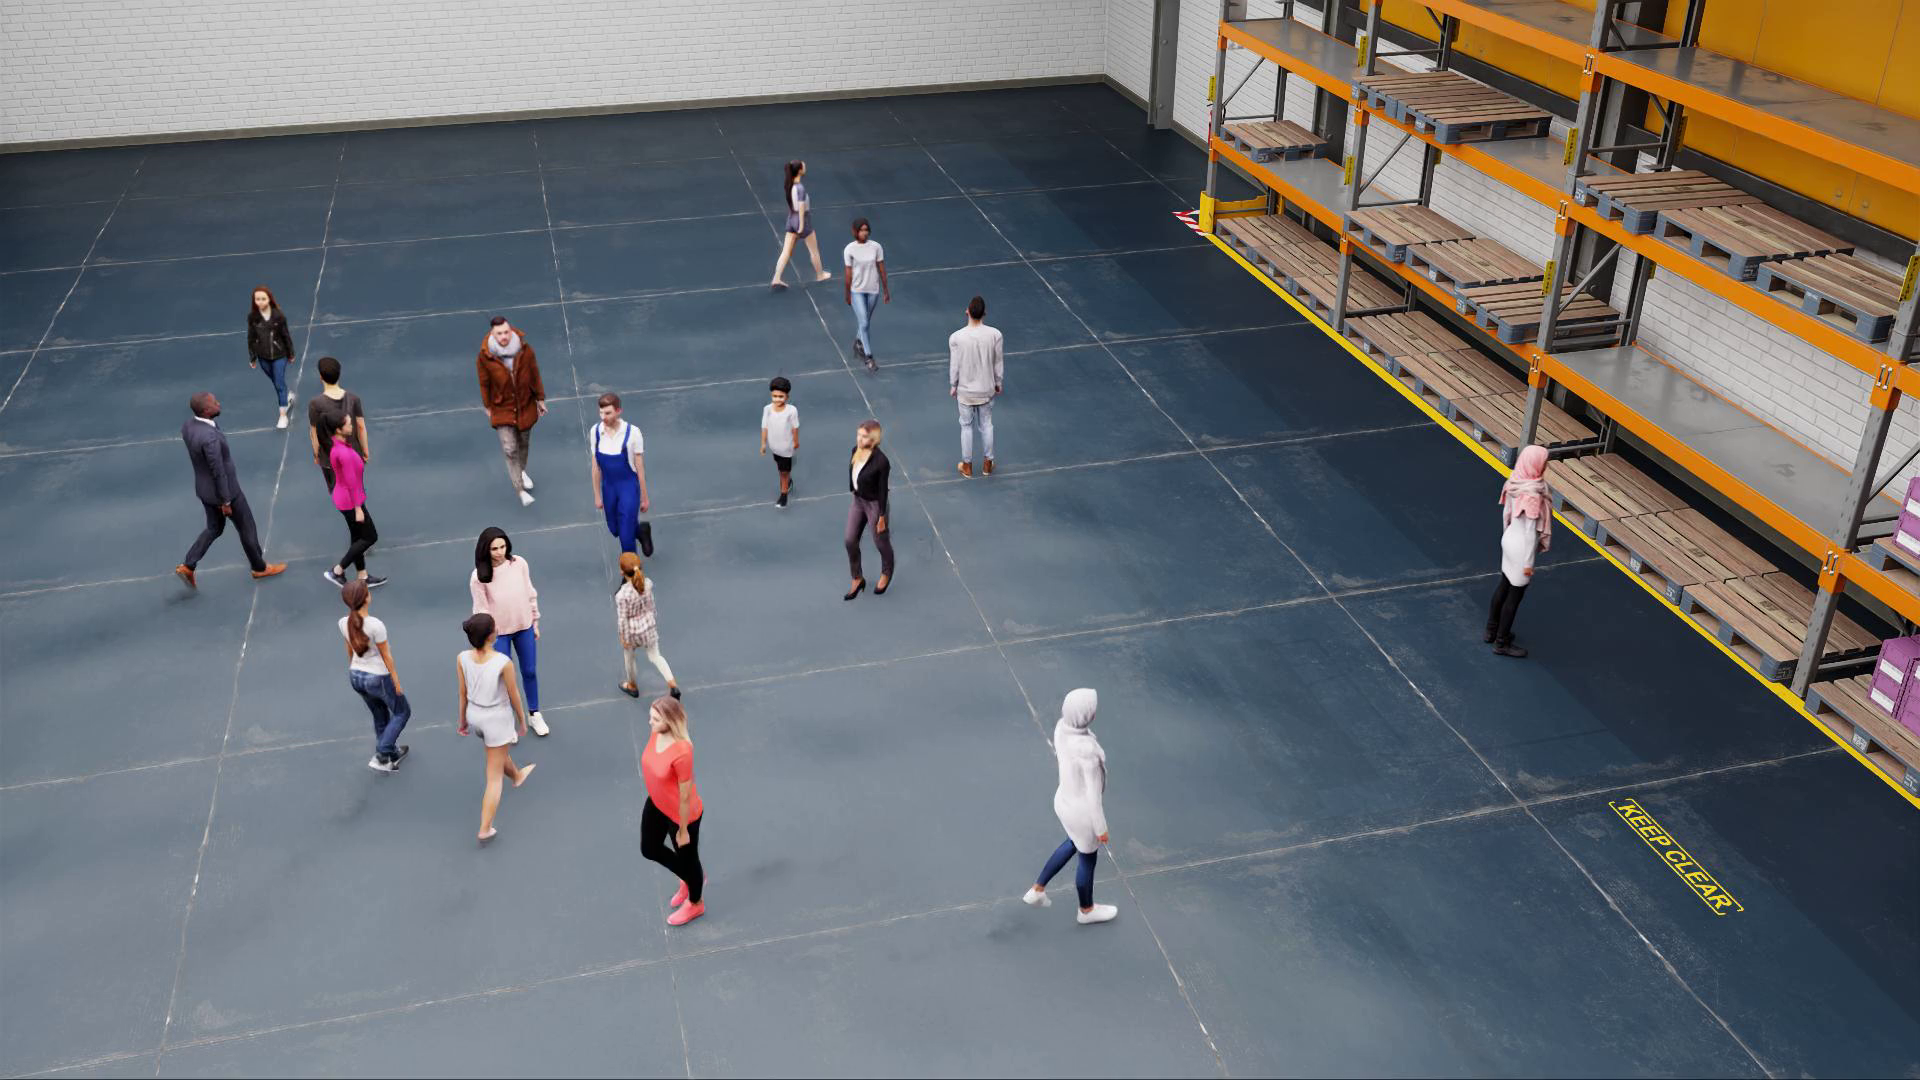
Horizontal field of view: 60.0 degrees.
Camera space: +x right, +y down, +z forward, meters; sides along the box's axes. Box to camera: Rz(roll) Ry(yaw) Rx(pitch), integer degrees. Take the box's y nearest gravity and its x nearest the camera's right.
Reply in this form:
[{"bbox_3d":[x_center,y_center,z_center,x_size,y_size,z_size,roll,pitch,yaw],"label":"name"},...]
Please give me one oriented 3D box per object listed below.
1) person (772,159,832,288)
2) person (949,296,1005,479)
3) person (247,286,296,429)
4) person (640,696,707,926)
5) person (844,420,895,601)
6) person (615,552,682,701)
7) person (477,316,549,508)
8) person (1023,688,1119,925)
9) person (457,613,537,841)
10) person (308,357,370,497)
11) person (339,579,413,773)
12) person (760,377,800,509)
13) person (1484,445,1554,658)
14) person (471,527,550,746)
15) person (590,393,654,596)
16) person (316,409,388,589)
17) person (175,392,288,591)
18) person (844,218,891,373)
[{"bbox_3d":[-2.083,-3.880,20.620,0.963,1.605,1.084,-22,35,-34],"label":"person"},{"bbox_3d":[0.157,-1.478,15.970,0.699,1.841,0.589,-5,29,-8],"label":"person"},{"bbox_3d":[-7.111,-1.941,17.227,0.704,1.451,1.032,-1,29,-2],"label":"person"},{"bbox_3d":[-1.699,1.660,10.378,0.781,1.687,0.694,-22,35,-34],"label":"person"},{"bbox_3d":[-0.679,-0.271,13.953,0.788,1.653,0.846,25,37,38],"label":"person"},{"bbox_3d":[-2.384,0.693,12.560,0.969,1.296,0.827,23,36,35],"label":"person"},{"bbox_3d":[-4.206,-1.249,15.600,0.929,1.793,1.186,-18,33,-29],"label":"person"},{"bbox_3d":[0.673,1.683,10.253,0.715,1.767,0.782,-9,30,-16],"label":"person"},{"bbox_3d":[-3.198,1.271,11.197,0.991,1.586,1.176,6,29,11],"label":"person"},{"bbox_3d":[-5.514,-0.779,14.842,0.897,1.694,1.086,-22,36,-35],"label":"person"},{"bbox_3d":[-4.157,0.998,11.727,0.739,1.557,0.824,9,30,16],"label":"person"},{"bbox_3d":[-1.674,-0.963,15.667,0.743,1.226,0.930,6,29,11],"label":"person"},{"bbox_3d":[4.425,0.074,13.164,0.745,1.803,0.598,-1,29,-3],"label":"person"},{"bbox_3d":[-3.282,0.670,12.111,0.699,1.766,0.667,-19,34,-31],"label":"person"},{"bbox_3d":[-2.821,-0.445,14.092,0.975,1.827,1.186,6,29,10],"label":"person"},{"bbox_3d":[-5.208,-0.289,13.951,0.765,1.687,0.752,-17,33,-28],"label":"person"},{"bbox_3d":[-6.316,-0.384,14.011,1.095,1.797,1.160,-25,37,-37],"label":"person"},{"bbox_3d":[-1.077,-2.755,18.482,0.687,1.677,1.145,-11,30,-19],"label":"person"}]
